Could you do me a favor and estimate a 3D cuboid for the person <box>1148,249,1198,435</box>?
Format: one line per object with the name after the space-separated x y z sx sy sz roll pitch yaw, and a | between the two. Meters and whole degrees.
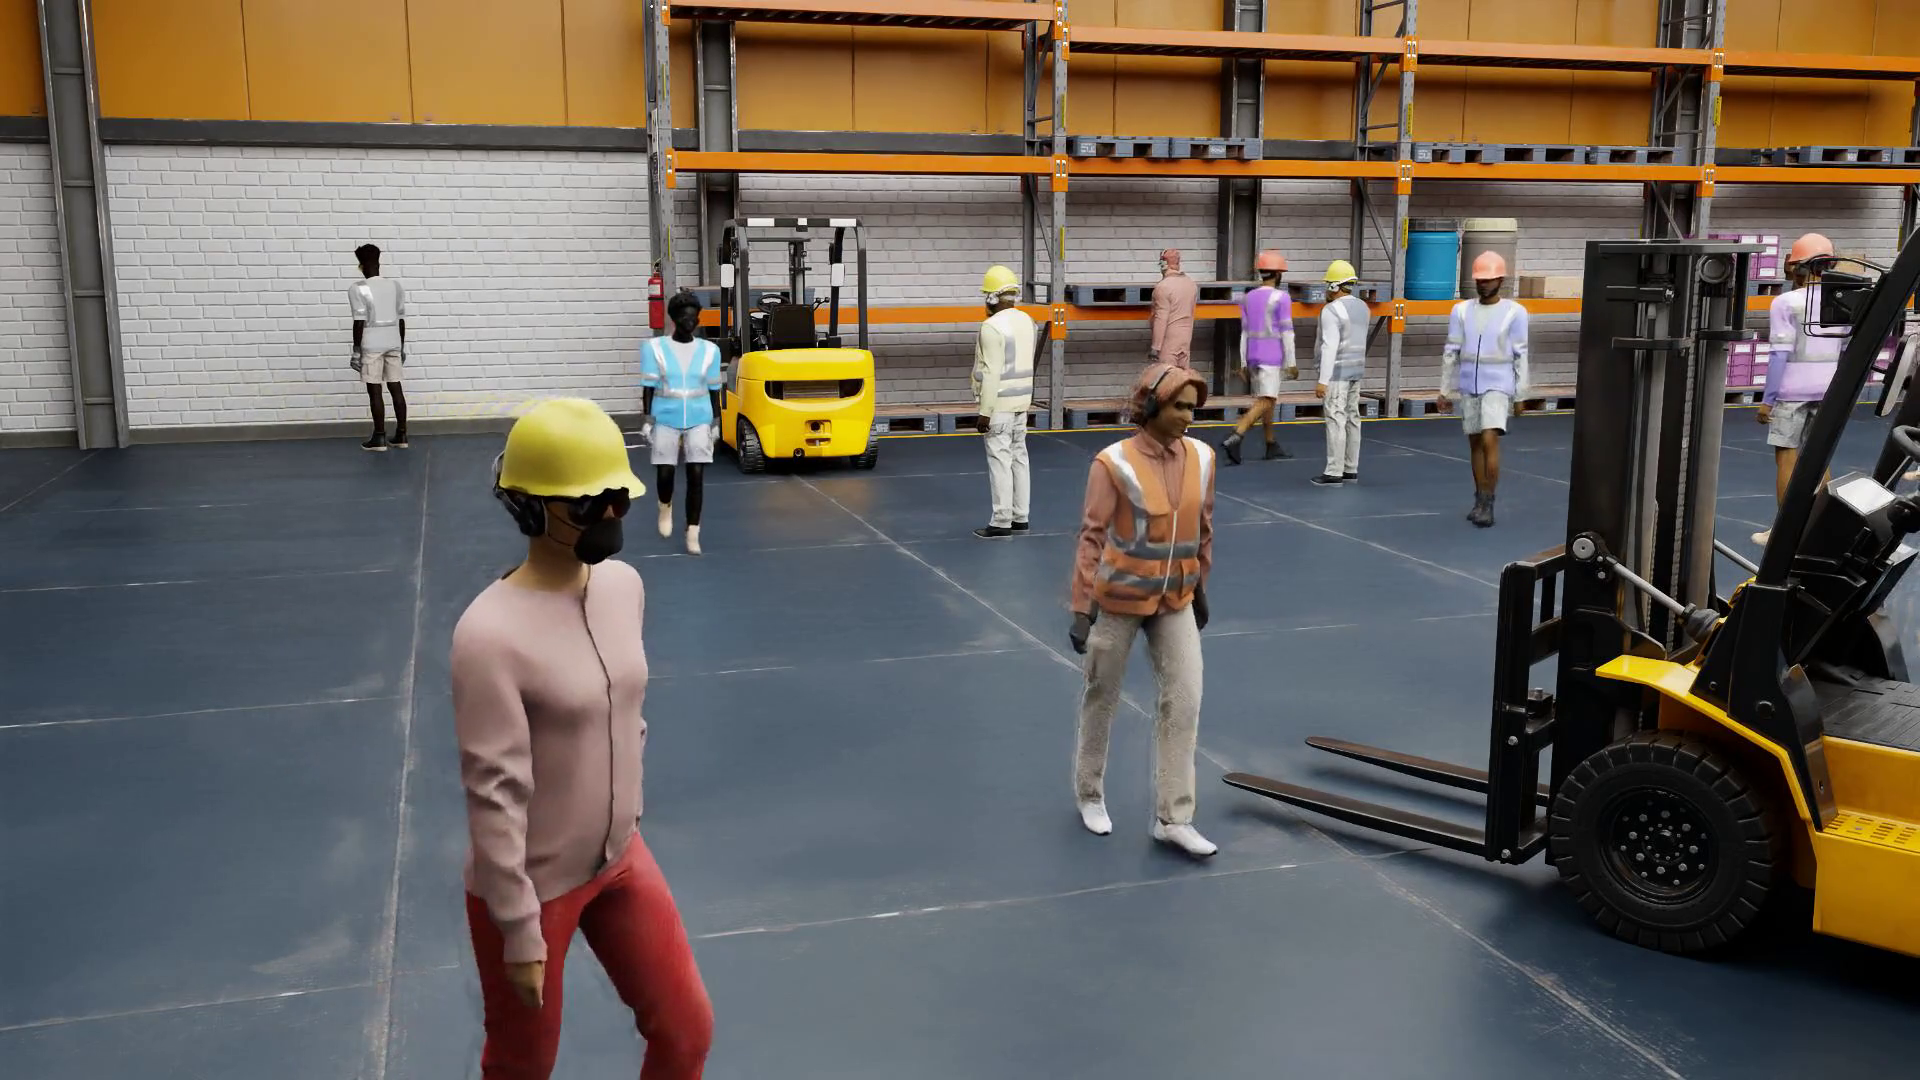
2.125 -1.997 16.908 0.407 1.902 0.639 9 14 40 | person

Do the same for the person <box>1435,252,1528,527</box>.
3.643 -1.053 11.686 0.560 1.908 0.747 9 14 40 | person

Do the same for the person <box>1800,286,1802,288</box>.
9.276 -2.211 18.043 0.542 1.921 0.640 -3 11 -18 | person

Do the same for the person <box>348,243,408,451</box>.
-5.531 -1.831 15.815 0.367 1.964 0.609 7 12 33 | person

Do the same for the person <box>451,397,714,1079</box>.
-0.641 0.618 3.002 0.684 1.742 0.546 5 11 25 | person

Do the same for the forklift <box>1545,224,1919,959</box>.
2.909 0.117 4.508 2.313 2.155 1.214 9 14 40 | forklift

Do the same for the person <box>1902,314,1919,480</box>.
8.009 -1.355 13.629 0.461 1.812 0.733 -1 10 -5 | person

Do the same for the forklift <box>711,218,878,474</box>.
-1.522 -1.778 14.899 1.214 2.155 2.313 -3 11 -17 | forklift

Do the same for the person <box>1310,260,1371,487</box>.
3.076 -1.347 13.523 0.404 1.834 0.592 10 14 44 | person

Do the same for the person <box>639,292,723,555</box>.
-1.792 -0.758 10.694 0.543 1.679 0.468 -3 11 -18 | person

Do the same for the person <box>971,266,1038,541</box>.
0.281 -0.912 11.142 0.404 1.829 0.600 6 12 31 | person

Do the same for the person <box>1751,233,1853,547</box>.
5.455 -0.953 10.796 0.616 2.040 0.380 -2 11 -13 | person

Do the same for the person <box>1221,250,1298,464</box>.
2.673 -1.624 14.863 0.879 1.909 0.549 -6 12 -29 | person

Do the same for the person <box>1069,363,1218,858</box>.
0.622 0.233 5.460 0.635 1.599 0.734 -5 12 -28 | person
